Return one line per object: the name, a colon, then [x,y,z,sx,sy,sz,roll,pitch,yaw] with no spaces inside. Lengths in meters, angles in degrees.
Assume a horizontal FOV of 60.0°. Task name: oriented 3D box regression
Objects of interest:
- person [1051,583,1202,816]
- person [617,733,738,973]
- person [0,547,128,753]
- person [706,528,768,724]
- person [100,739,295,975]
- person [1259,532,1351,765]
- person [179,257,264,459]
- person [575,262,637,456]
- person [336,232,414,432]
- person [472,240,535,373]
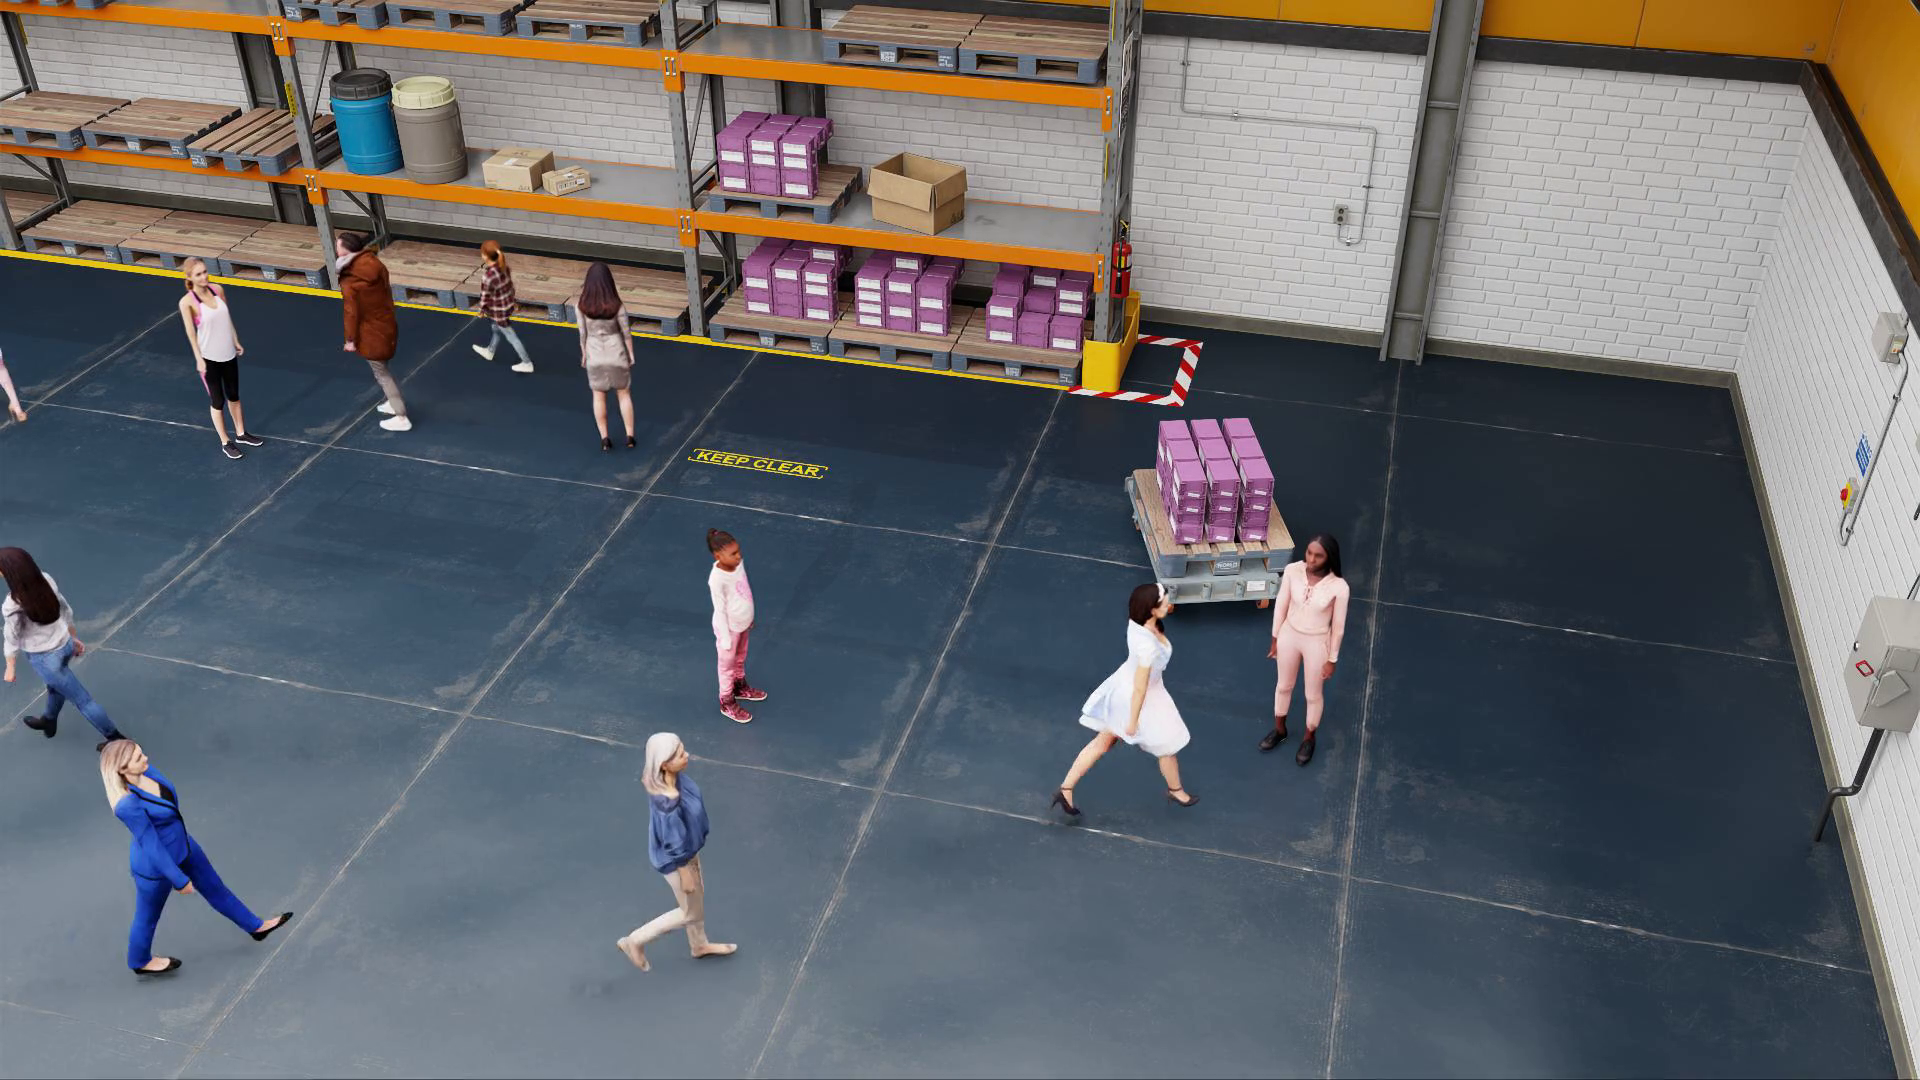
person: [0.988,1.037,10.165,1.284,1.765,0.939,-4,34,-6]
person: [-1.629,1.758,9.151,0.994,1.685,0.835,-6,34,-8]
person: [-5.774,0.765,10.736,1.035,1.586,0.695,4,34,6]
person: [-1.543,0.545,11.196,0.510,1.443,0.546,11,35,15]
person: [-4.488,1.792,9.128,1.226,1.655,1.023,-9,35,-13]
person: [2.235,0.683,10.737,0.587,1.721,0.741,20,39,28]
person: [-6.289,-1.562,14.055,0.591,1.787,0.648,16,37,23]
person: [-2.987,-1.516,14.022,0.568,1.746,0.721,-3,34,-4]
person: [-4.963,-1.774,14.346,0.682,1.818,0.729,5,34,7]
person: [-4.185,-2.117,15.363,0.900,1.263,0.539,10,35,14]
